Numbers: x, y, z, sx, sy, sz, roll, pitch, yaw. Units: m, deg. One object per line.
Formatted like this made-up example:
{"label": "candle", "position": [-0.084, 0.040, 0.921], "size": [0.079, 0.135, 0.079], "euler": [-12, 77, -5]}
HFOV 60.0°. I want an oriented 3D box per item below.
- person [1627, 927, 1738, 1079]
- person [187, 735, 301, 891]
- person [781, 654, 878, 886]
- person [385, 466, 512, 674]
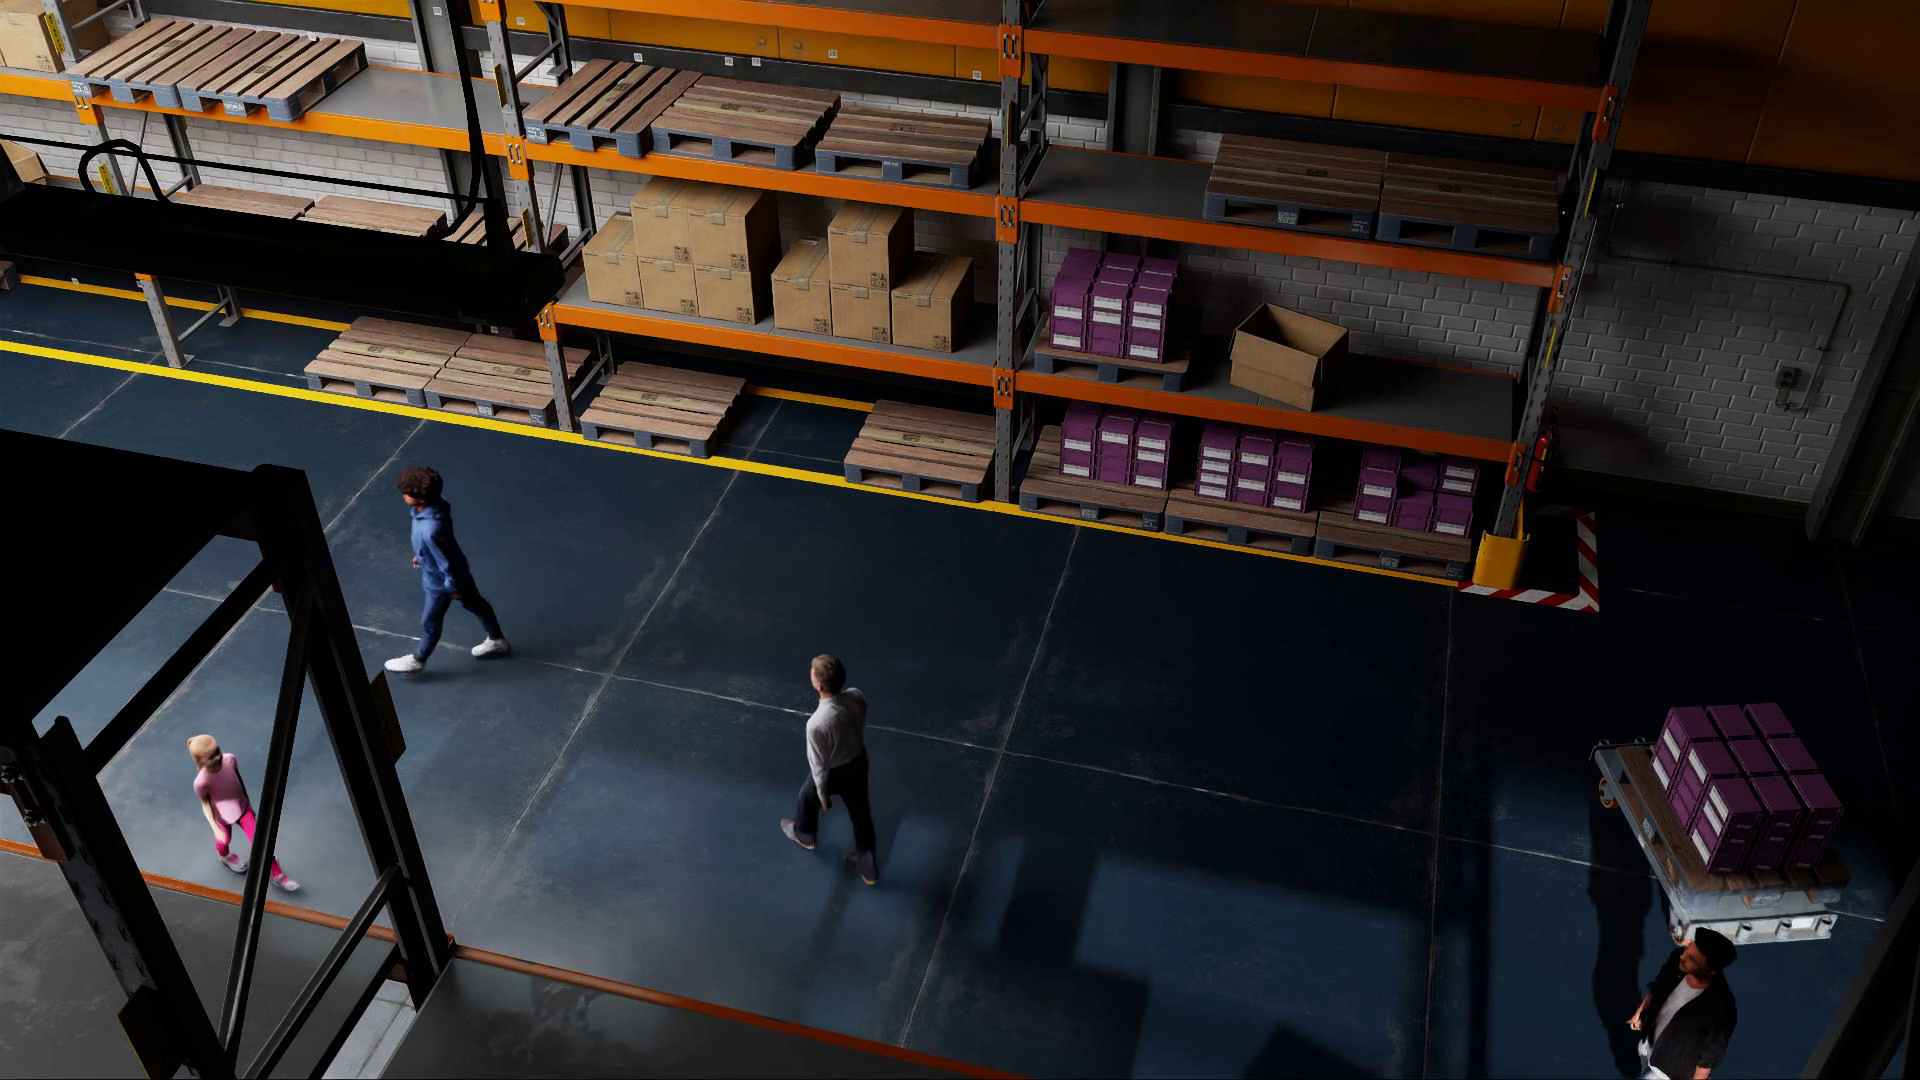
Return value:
{"label": "person", "position": [3.877, 2.681, 8.801], "size": [0.757, 1.799, 0.783], "euler": [-1, 39, -1]}
{"label": "person", "position": [-4.651, 1.693, 10.484], "size": [0.952, 1.244, 0.643], "euler": [19, 42, 22]}
{"label": "person", "position": [-0.689, 1.471, 10.327], "size": [0.979, 1.788, 1.127], "euler": [-29, 47, -31]}
{"label": "person", "position": [-3.608, 0.204, 11.924], "size": [1.218, 1.773, 0.993], "euler": [-7, 39, -8]}
